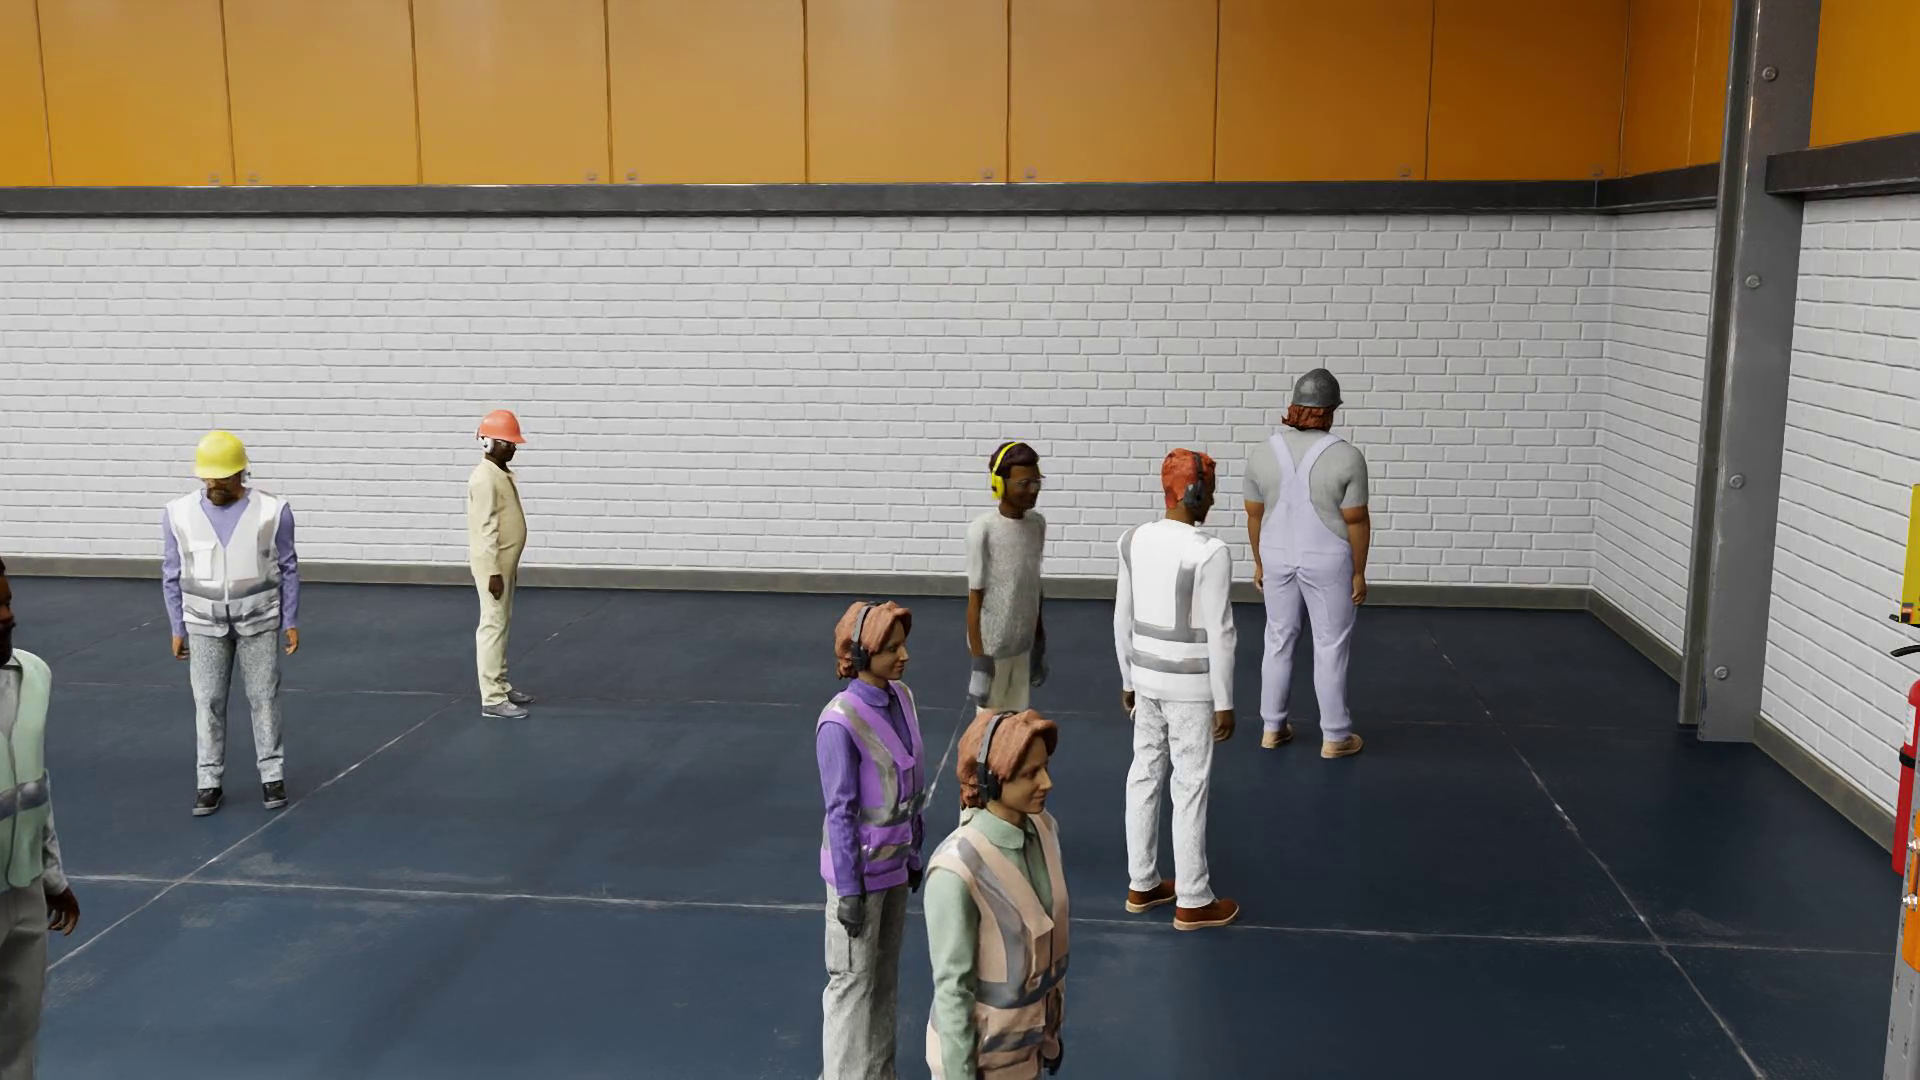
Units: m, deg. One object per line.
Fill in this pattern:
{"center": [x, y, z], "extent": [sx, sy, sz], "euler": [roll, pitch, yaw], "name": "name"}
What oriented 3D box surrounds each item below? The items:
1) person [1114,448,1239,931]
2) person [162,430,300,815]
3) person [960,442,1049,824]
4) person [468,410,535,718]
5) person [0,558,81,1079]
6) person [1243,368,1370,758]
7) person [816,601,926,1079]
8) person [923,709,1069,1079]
{"center": [0.852, 0.580, 6.537], "extent": [0.362, 1.886, 0.575], "euler": [-8, 13, -38], "name": "person"}
{"center": [-3.423, 0.384, 7.844], "extent": [0.591, 1.820, 0.404], "euler": [-3, 10, -17], "name": "person"}
{"center": [0.203, 0.496, 7.131], "extent": [0.383, 1.851, 0.523], "euler": [8, 13, 40], "name": "person"}
{"center": [-2.616, 0.129, 9.507], "extent": [0.339, 1.747, 0.564], "euler": [-1, 10, -5], "name": "person"}
{"center": [-2.568, 0.946, 4.345], "extent": [0.389, 1.920, 0.590], "euler": [2, 10, 9], "name": "person"}
{"center": [1.861, 0.113, 8.767], "extent": [0.675, 2.000, 0.536], "euler": [7, 12, 35], "name": "person"}
{"center": [-0.259, 0.984, 4.923], "extent": [0.307, 1.641, 0.514], "euler": [3, 10, 19], "name": "person"}
{"center": [0.086, 1.180, 3.800], "extent": [0.313, 1.642, 0.513], "euler": [5, 11, 28], "name": "person"}
